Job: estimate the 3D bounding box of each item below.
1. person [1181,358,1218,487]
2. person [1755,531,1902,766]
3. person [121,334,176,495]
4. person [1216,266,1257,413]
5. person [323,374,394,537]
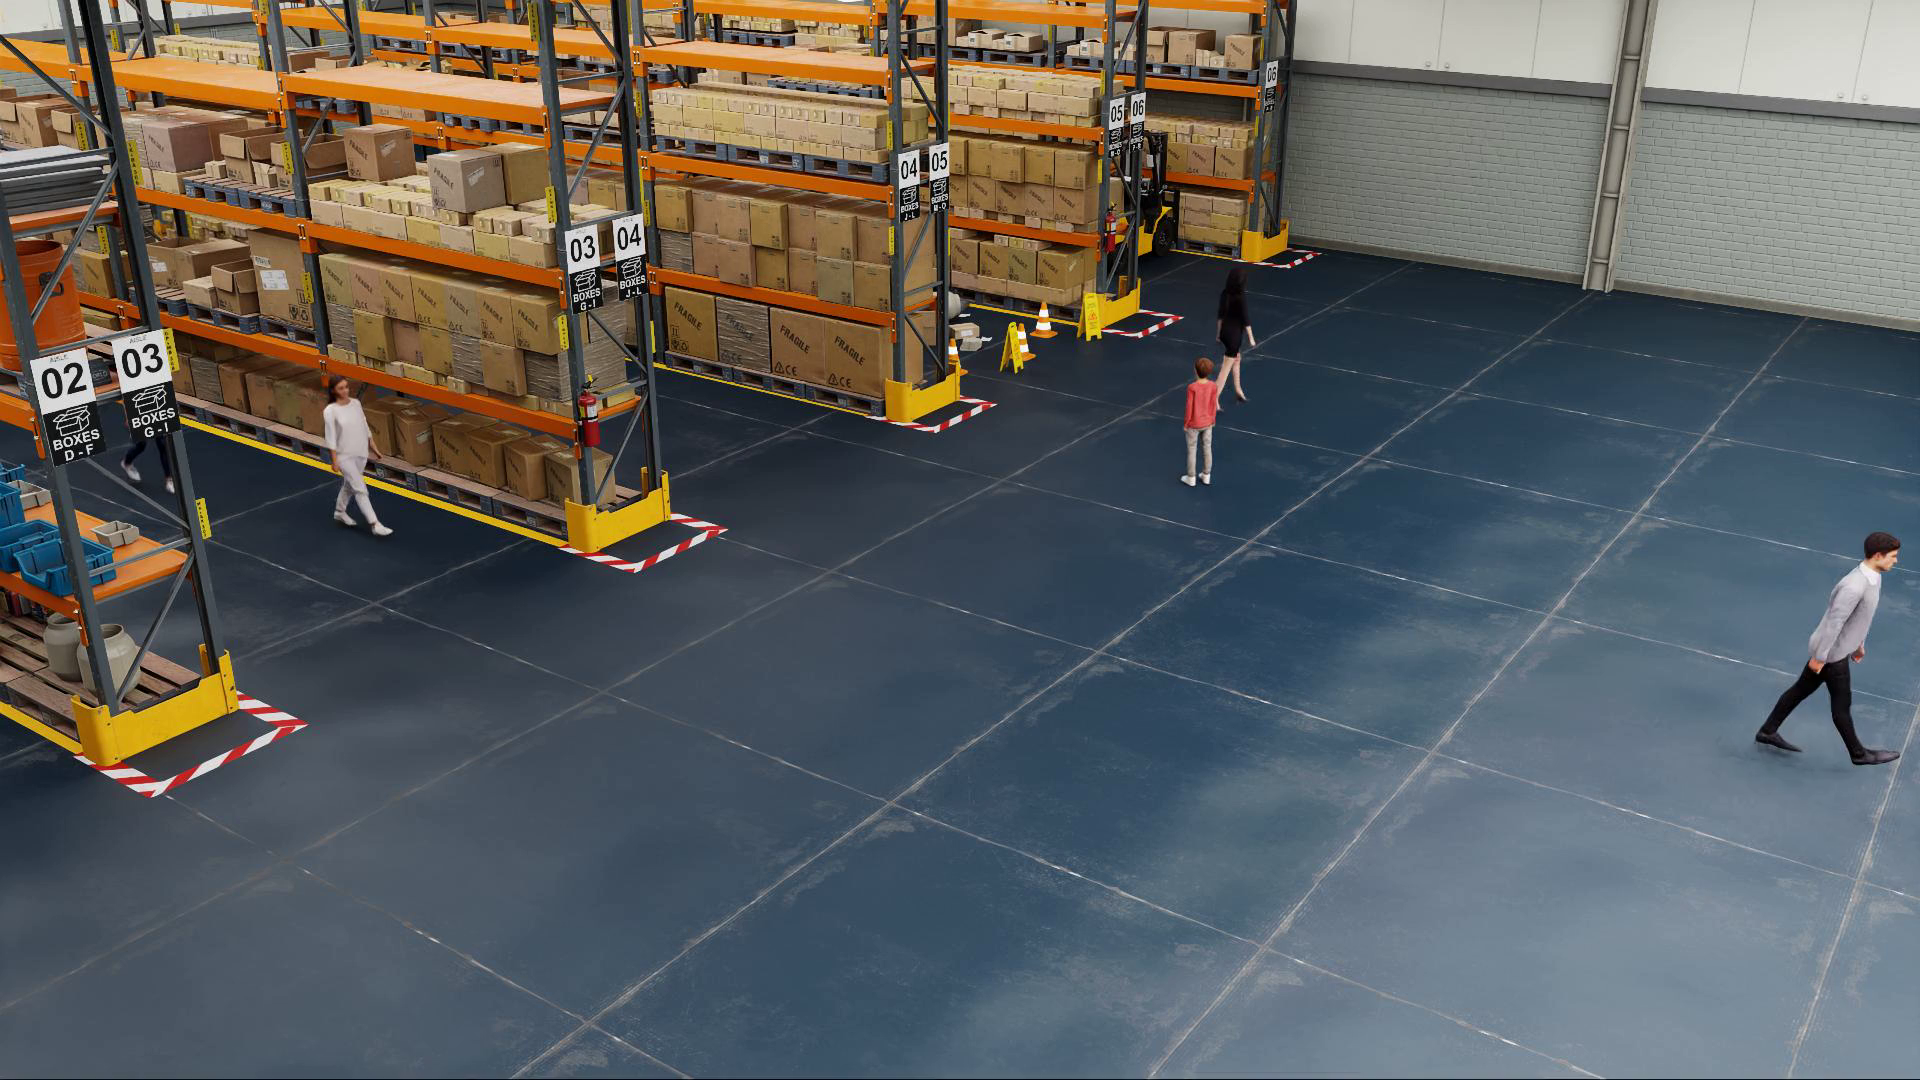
[{"bbox_3d":[2.595,-1.284,17.986,0.588,1.416,0.627,-7,24,-16],"label":"person"},{"bbox_3d":[6.455,0.819,12.491,1.201,1.847,0.756,16,28,33],"label":"person"},{"bbox_3d":[-8.749,-1.346,17.718,1.070,1.740,0.634,15,27,31],"label":"person"},{"bbox_3d":[3.203,-2.402,20.155,0.951,1.777,0.944,-8,24,-17],"label":"person"},{"bbox_3d":[-6.166,-0.861,16.689,1.107,1.653,0.734,11,25,24],"label":"person"}]
